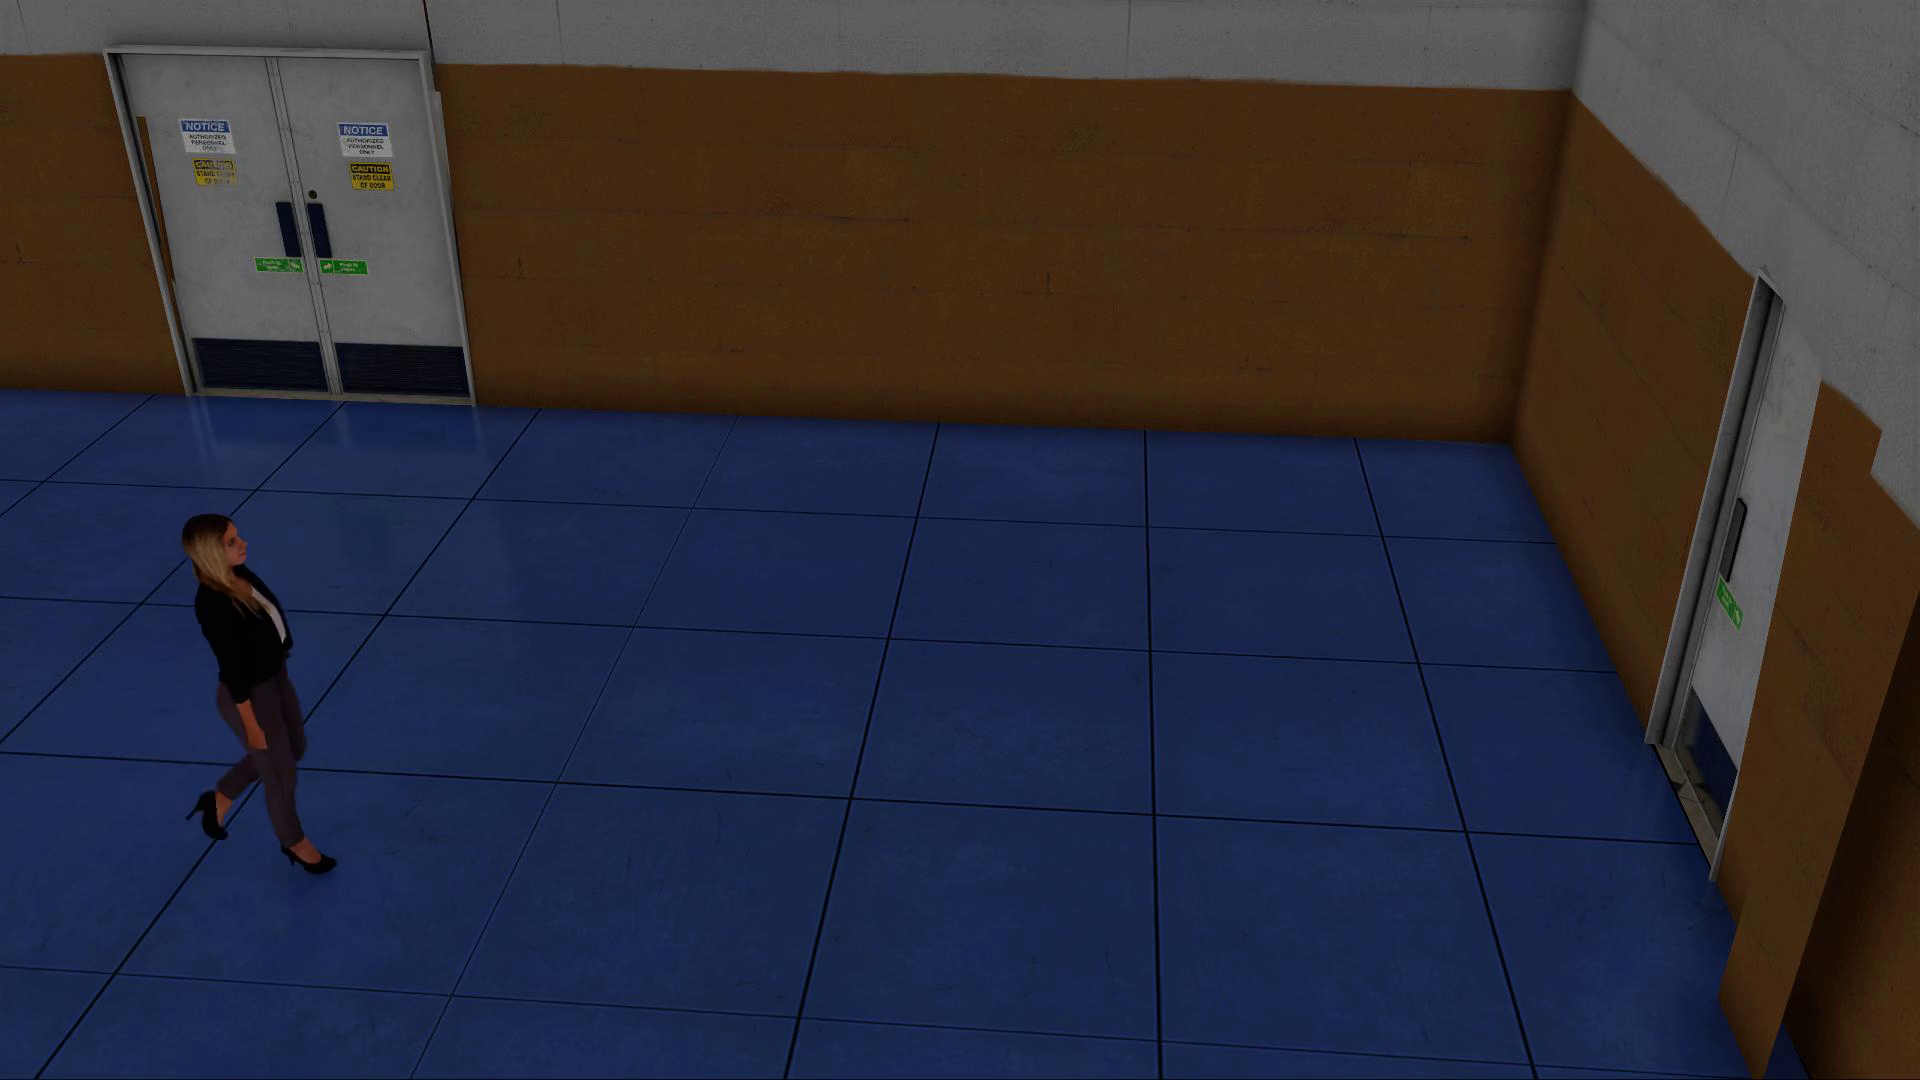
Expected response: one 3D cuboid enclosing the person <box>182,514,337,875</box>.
[{"bbox_3d":[-2.835,0.649,6.513,0.752,1.658,0.787,-3,29,-6],"label":"person"}]
